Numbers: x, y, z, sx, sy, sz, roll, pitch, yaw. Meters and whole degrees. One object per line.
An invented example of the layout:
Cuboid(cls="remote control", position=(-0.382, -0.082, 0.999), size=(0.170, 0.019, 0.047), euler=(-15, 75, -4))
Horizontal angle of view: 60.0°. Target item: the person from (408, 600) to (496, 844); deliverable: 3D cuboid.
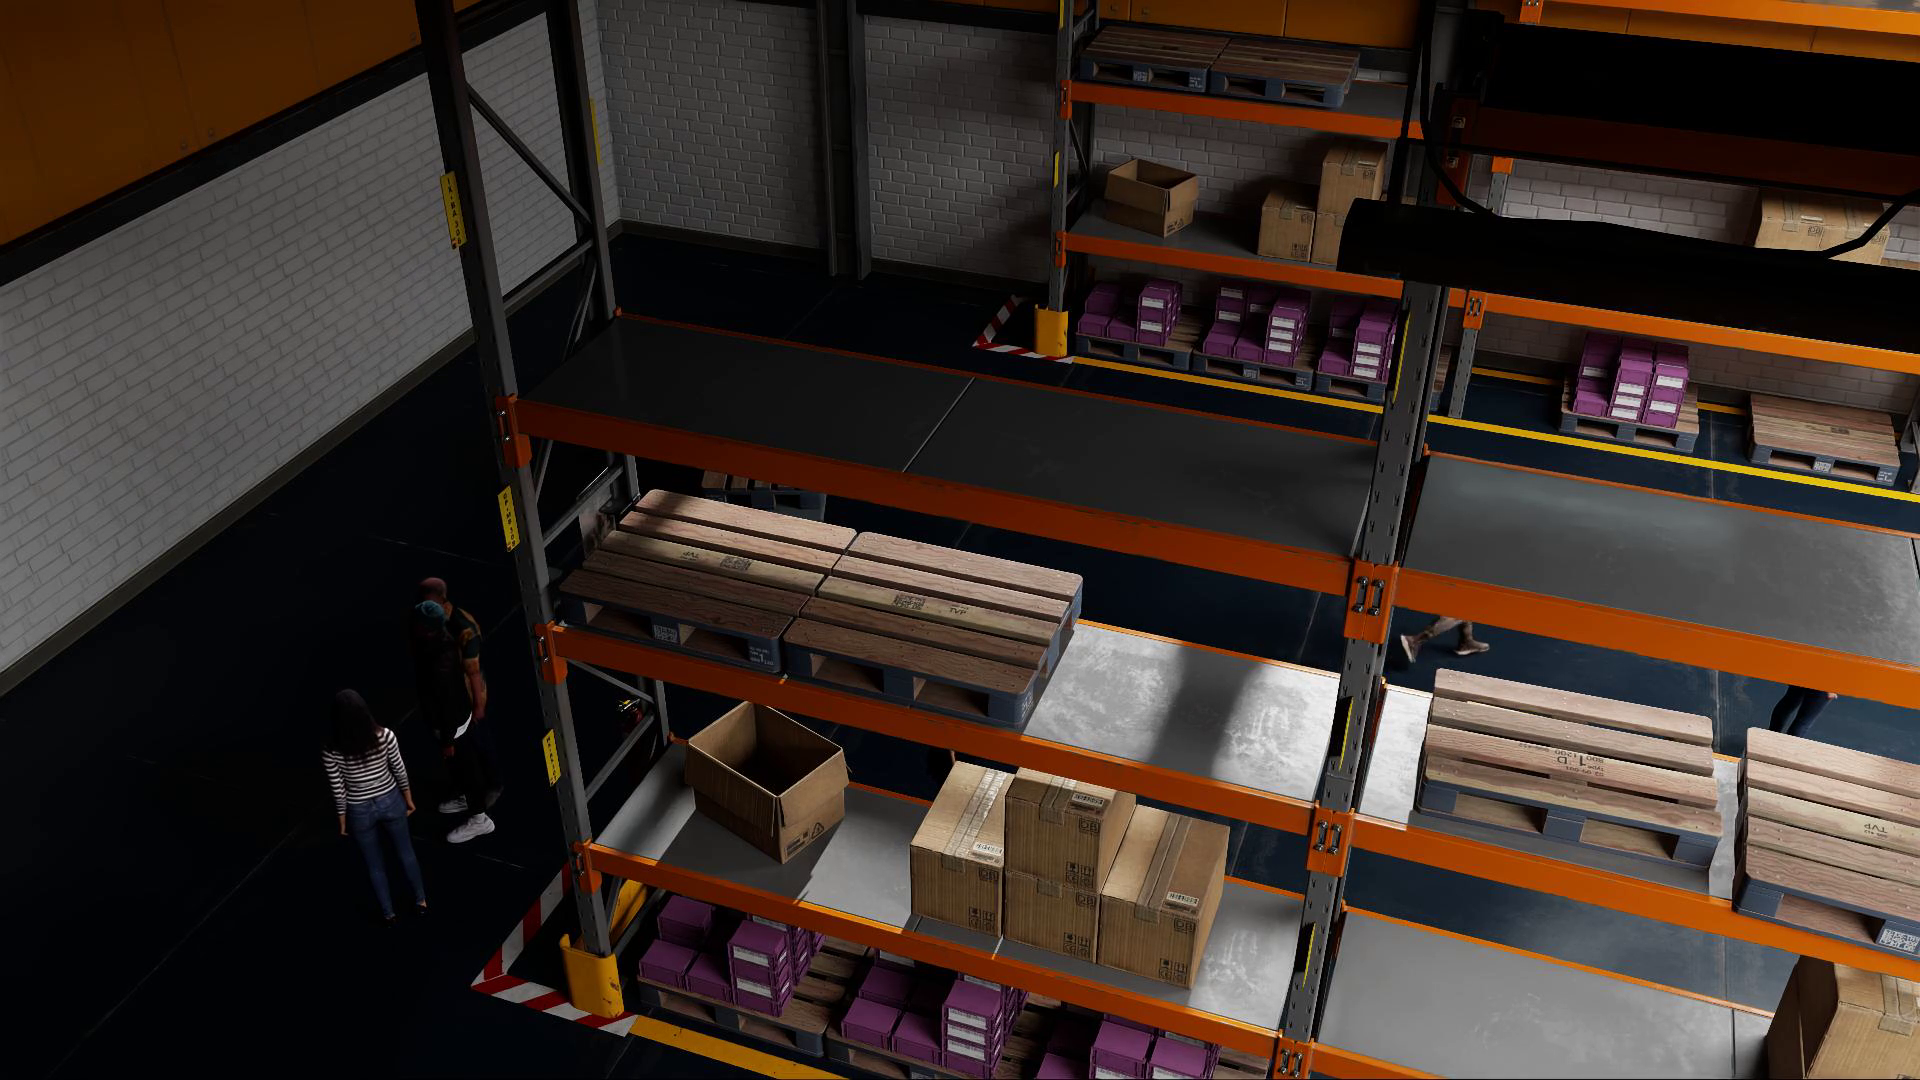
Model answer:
Cuboid(cls="person", position=(-3.294, 1.139, 10.721), size=(0.809, 1.818, 0.759), euler=(-13, 36, -19))

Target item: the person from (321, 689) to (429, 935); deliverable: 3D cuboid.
Cuboid(cls="person", position=(-3.515, 1.639, 9.991), size=(0.672, 1.794, 0.714), euler=(-18, 37, -25))

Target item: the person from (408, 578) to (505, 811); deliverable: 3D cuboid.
Cuboid(cls="person", position=(-3.314, 0.989, 10.958), size=(0.577, 1.806, 0.725), euler=(12, 36, 18))
